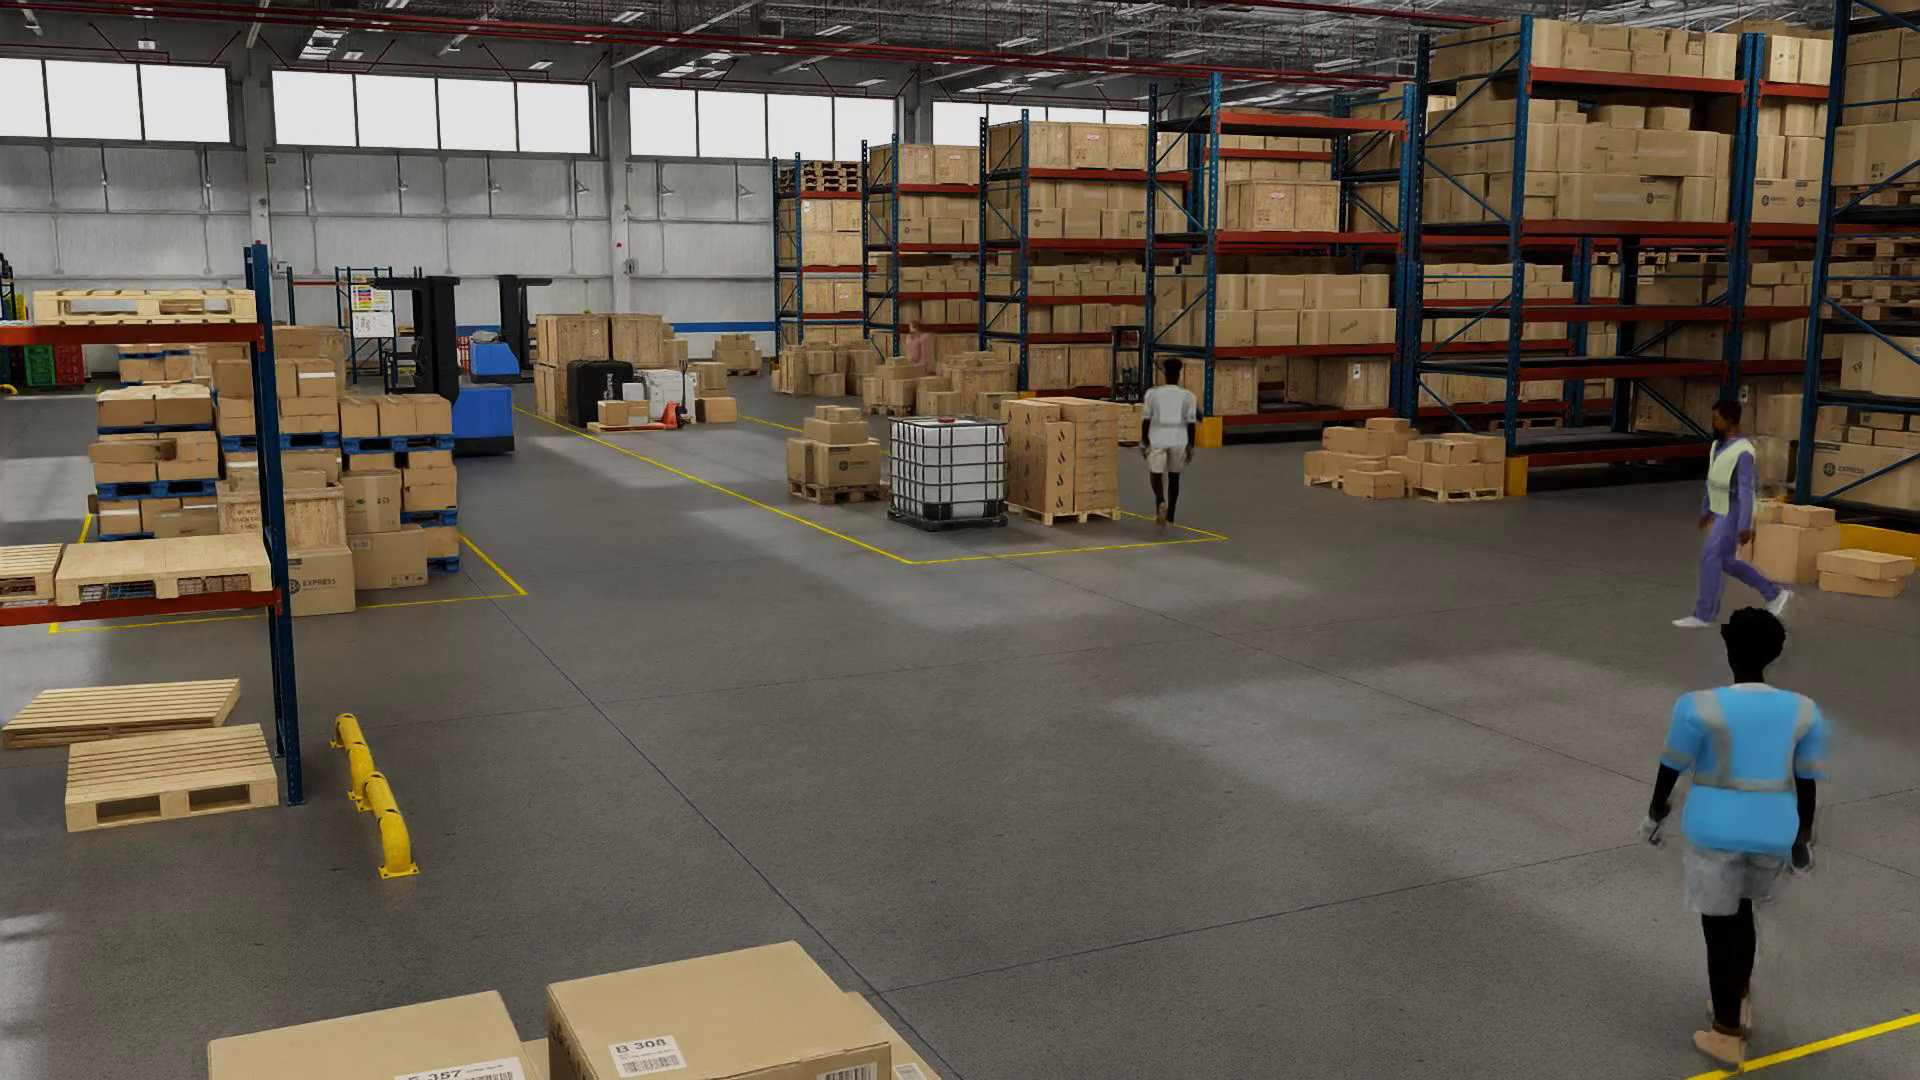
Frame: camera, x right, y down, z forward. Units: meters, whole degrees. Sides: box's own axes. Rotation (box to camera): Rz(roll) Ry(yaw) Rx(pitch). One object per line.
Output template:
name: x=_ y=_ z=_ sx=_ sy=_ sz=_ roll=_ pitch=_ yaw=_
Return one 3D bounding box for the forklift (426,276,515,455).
forklift: x=-8.069 y=-2.737 z=26.069 sx=1.873 sy=2.768 sz=1.129 roll=-4 pitch=10 yaw=-25

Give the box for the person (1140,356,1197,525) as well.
person: x=2.364 y=-1.106 z=18.836 sx=0.638 sy=1.949 sz=0.646 roll=0 pitch=9 yaw=2

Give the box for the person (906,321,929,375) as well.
person: x=-0.929 y=-3.761 z=35.600 sx=0.661 sy=1.862 sz=0.985 roll=9 pitch=13 yaw=43

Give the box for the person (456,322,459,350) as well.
person: x=-13.607 y=-5.148 z=44.056 sx=0.657 sy=1.932 sz=0.380 roll=-3 pitch=10 yaw=-19

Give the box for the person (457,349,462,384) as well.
person: x=-8.688 y=-2.603 z=27.975 sx=0.612 sy=1.995 sz=0.382 roll=-4 pitch=10 yaw=-25

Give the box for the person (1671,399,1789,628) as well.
person: x=6.287 y=-0.207 z=13.463 sx=0.843 sy=1.887 sz=0.584 roll=1 pitch=9 yaw=8

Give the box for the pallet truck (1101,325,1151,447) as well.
pallet truck: x=2.881 y=-2.596 z=27.923 sx=0.823 sy=1.965 sz=1.885 roll=-1 pitch=9 yaw=-7

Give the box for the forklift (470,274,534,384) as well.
forklift: x=-11.480 y=-5.359 z=42.337 sx=1.873 sy=2.768 sz=1.129 roll=-4 pitch=10 yaw=-25

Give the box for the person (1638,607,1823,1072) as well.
person: x=2.837 y=1.074 z=6.165 sx=0.544 sy=1.670 sz=0.625 roll=-1 pitch=9 yaw=-5
